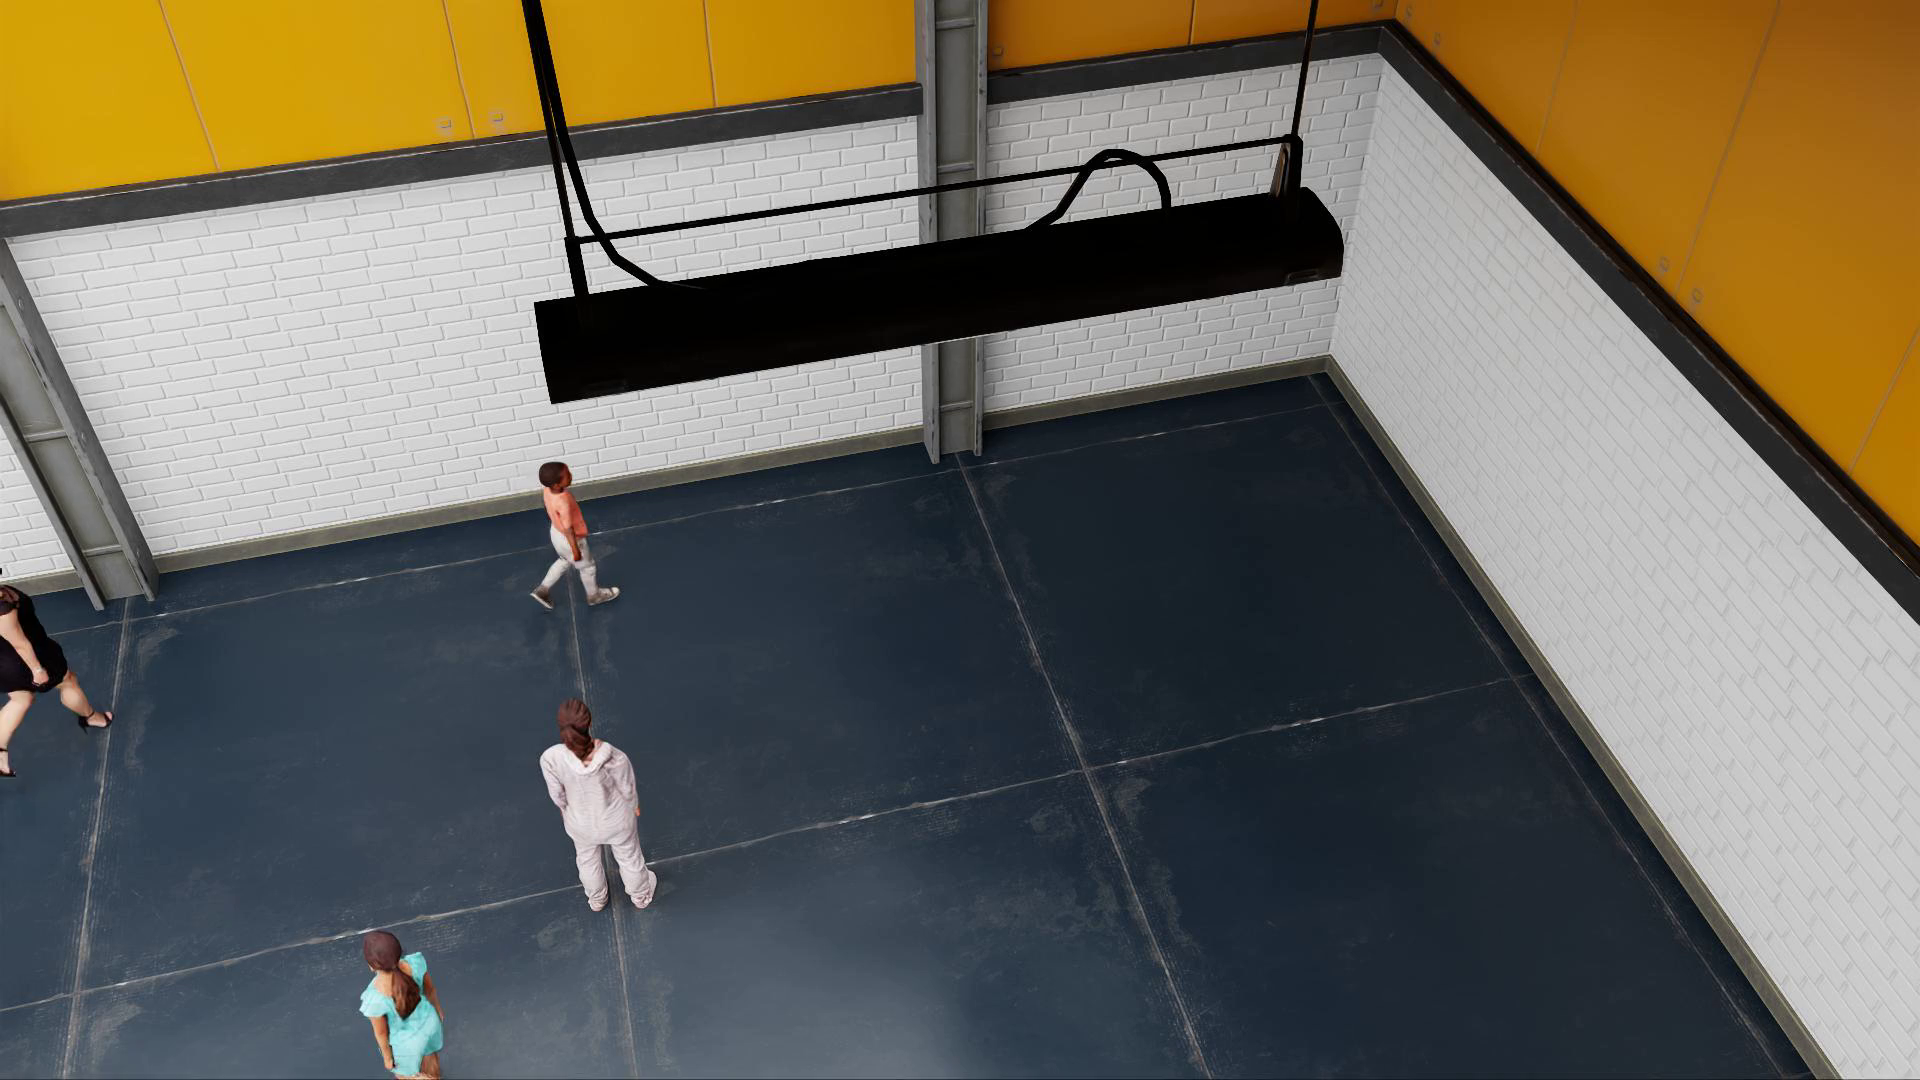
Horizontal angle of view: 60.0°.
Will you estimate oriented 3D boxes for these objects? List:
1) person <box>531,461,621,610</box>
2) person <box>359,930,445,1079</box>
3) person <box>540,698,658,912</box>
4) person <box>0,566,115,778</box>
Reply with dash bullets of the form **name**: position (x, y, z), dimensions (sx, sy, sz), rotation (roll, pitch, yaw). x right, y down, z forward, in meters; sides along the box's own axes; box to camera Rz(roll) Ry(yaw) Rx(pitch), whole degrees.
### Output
- **person**: position (-2.679, -0.016, 11.138), dimensions (0.854, 1.297, 0.634), rotation (-22, 48, -22)
- **person**: position (-2.713, 2.486, 8.331), dimensions (0.895, 1.546, 0.844), rotation (23, 48, 23)
- **person**: position (-2.014, 1.508, 9.252), dimensions (0.581, 1.692, 0.742), rotation (-2, 44, -2)
- **person**: position (-5.735, 0.774, 10.027), dimensions (1.069, 1.686, 1.127), rotation (21, 47, 20)
